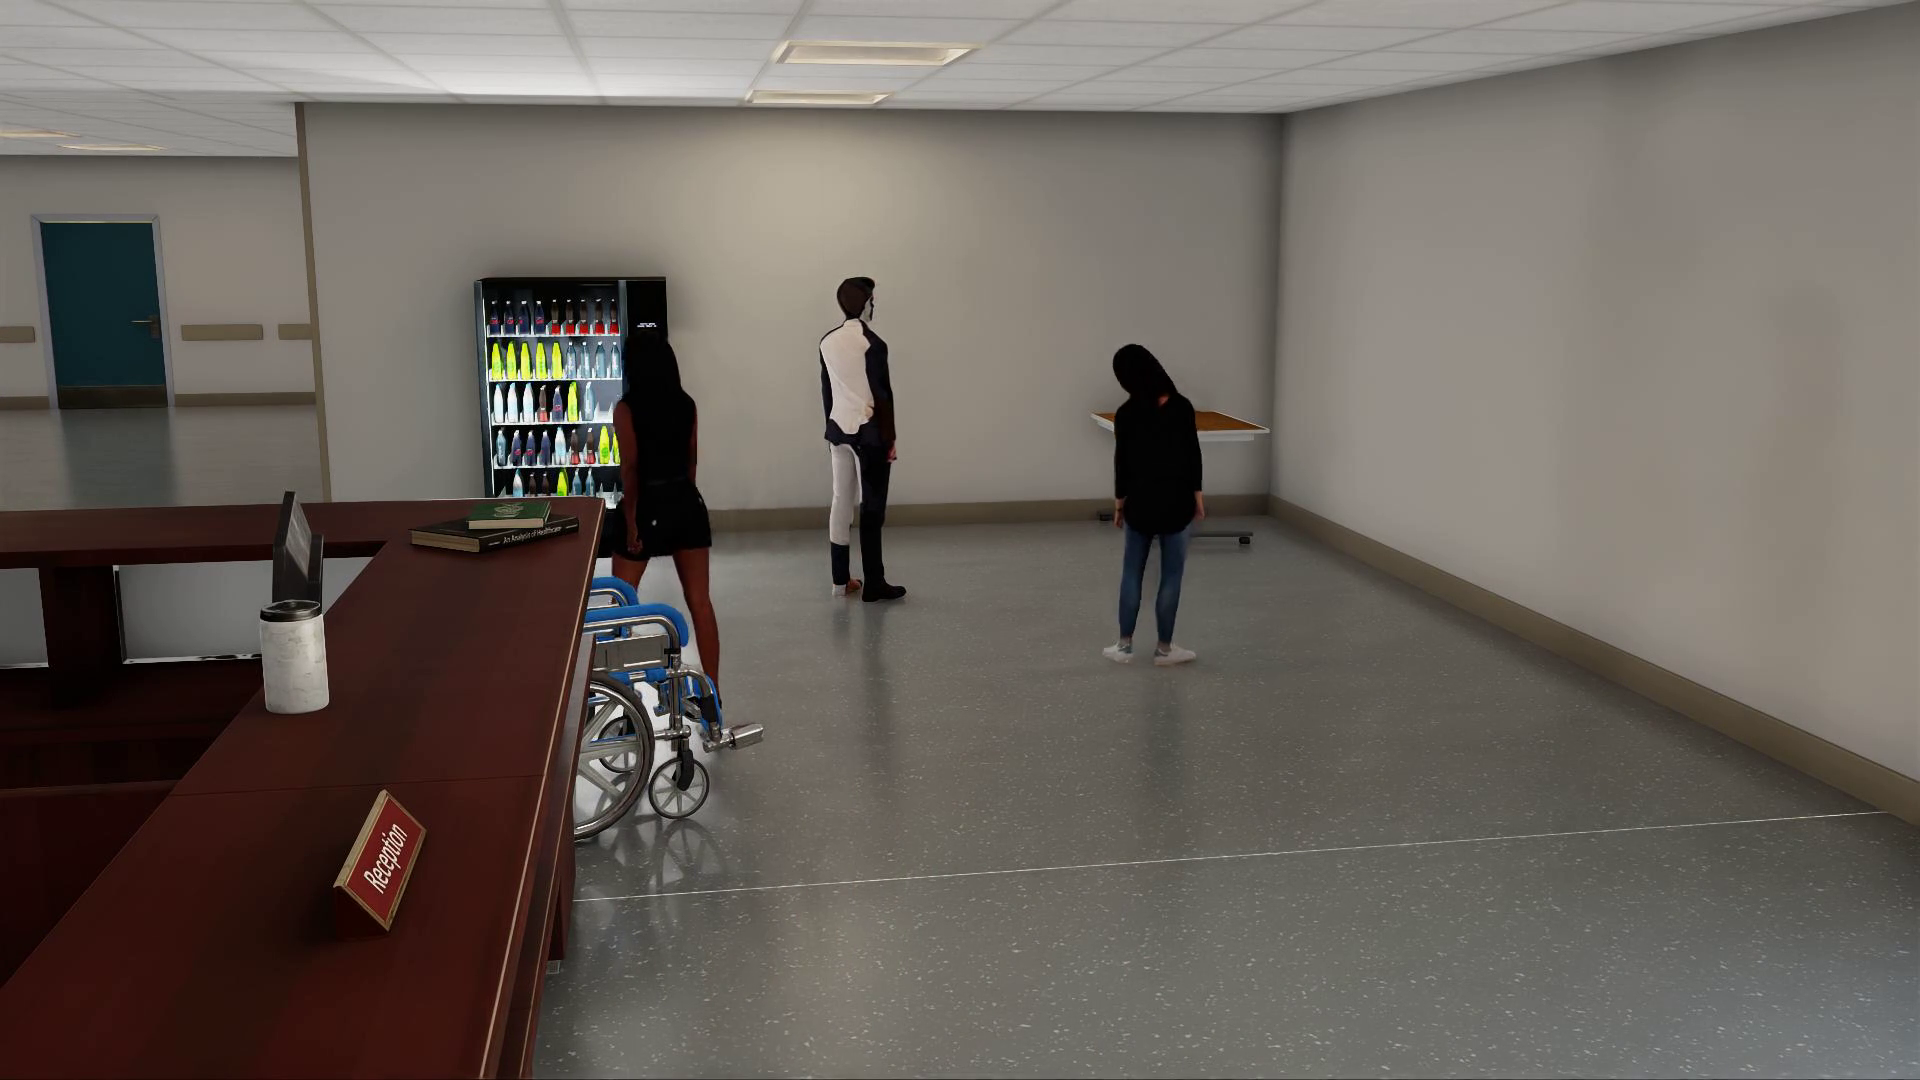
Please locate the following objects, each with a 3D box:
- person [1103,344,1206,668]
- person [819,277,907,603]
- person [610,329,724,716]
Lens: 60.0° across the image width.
[{"bbox_3d":[1.013,-0.165,8.280,0.675,1.610,0.799,7,13,31],"label":"person"},{"bbox_3d":[-0.597,-0.597,9.794,0.767,1.893,0.809,9,14,39],"label":"person"},{"bbox_3d":[-1.255,-0.021,7.317,1.202,1.685,1.118,-9,14,-41],"label":"person"}]
